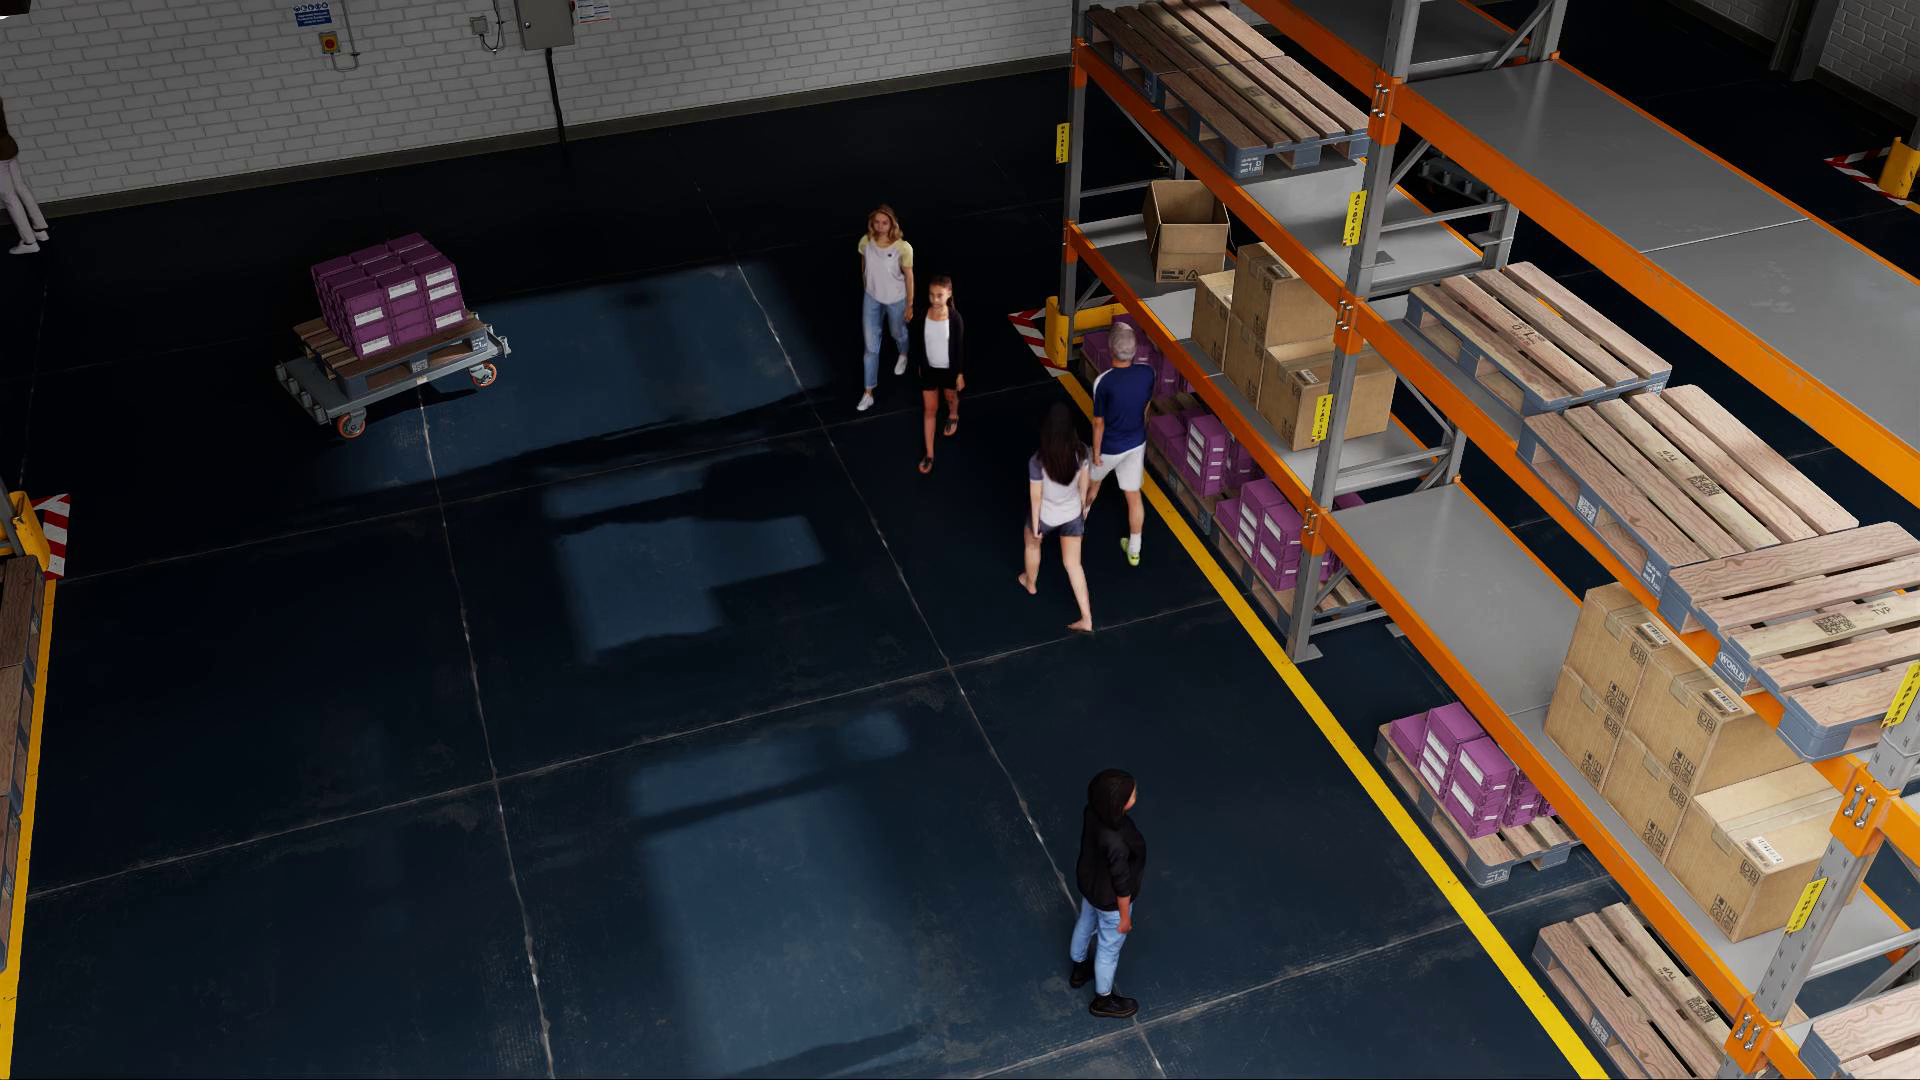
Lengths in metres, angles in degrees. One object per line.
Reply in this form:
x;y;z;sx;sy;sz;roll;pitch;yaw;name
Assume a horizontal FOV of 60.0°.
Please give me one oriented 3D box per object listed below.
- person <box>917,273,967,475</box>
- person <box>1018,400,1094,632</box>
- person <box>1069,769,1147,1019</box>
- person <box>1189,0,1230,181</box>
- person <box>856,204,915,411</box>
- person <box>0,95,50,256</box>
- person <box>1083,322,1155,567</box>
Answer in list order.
-0.114;-1.355;12.680;0.933;1.516;1.101;9;40;11;person
0.672;-0.118;11.010;0.645;1.667;1.098;-16;41;-19;person
0.745;1.812;8.564;0.634;1.704;0.486;-15;41;-18;person
2.407;-4.325;16.130;0.822;1.852;0.693;4;39;5;person
-0.543;-1.937;13.288;1.080;1.668;1.223;11;40;14;person
-8.738;-3.490;15.106;0.857;1.824;0.676;1;39;2;person
1.147;-0.610;11.526;0.678;1.792;1.092;-14;41;-17;person
